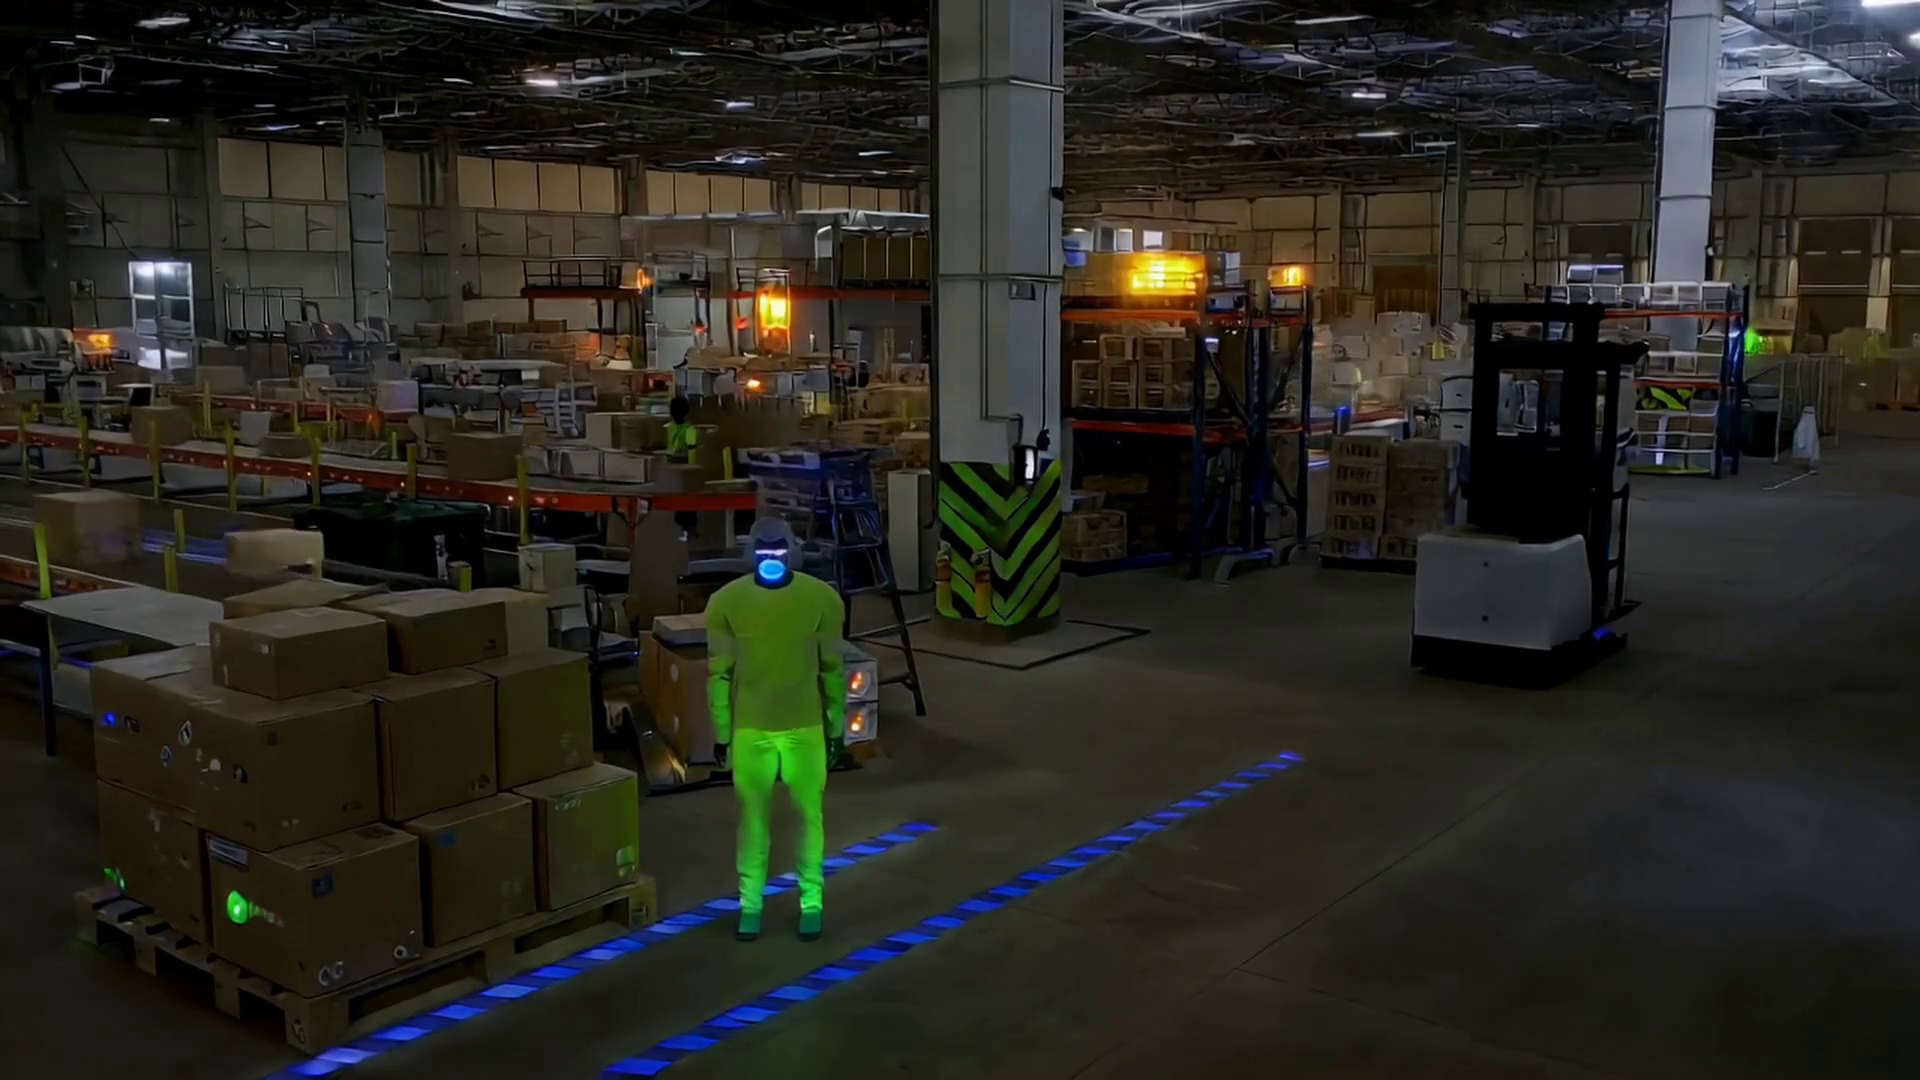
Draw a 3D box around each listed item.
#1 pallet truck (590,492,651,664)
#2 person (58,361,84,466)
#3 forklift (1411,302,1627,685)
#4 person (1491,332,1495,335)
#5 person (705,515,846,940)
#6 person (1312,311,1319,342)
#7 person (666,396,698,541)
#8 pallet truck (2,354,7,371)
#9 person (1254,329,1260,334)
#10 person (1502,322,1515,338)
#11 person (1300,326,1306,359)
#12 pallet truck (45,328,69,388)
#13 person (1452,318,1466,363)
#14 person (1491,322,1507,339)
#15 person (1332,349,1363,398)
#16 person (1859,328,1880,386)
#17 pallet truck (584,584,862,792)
[{"bbox_3d":[-3.115,0.344,12.883,0.653,1.274,1.630,7,11,37],"label":"pallet truck"},{"bbox_3d":[-14.969,-2.130,27.997,0.314,1.769,0.524,-5,10,-31],"label":"person"},{"bbox_3d":[4.379,-0.438,12.852,1.129,2.768,1.873,7,11,37],"label":"forklift"},{"bbox_3d":[15.920,-5.315,49.538,0.729,1.739,0.541,4,9,23],"label":"person"},{"bbox_3d":[-0.819,0.839,7.452,0.623,1.932,0.367,-1,9,-7],"label":"person"},{"bbox_3d":[18.433,-10.889,86.271,0.617,1.993,0.396,7,11,41],"label":"person"},{"bbox_3d":[-3.269,-0.833,19.475,0.317,1.697,0.540,-7,11,-39],"label":"person"},{"bbox_3d":[-24.881,-4.417,42.634,1.885,1.965,0.823,8,11,41],"label":"pallet truck"},{"bbox_3d":[15.461,-10.713,85.645,0.651,1.833,0.608,-1,9,-8],"label":"person"},{"bbox_3d":[16.950,-5.780,51.832,0.623,1.992,0.396,7,11,39],"label":"person"},{"bbox_3d":[15.373,-8.976,73.718,0.559,1.902,0.947,6,10,34],"label":"person"},{"bbox_3d":[-23.775,-4.544,43.495,1.885,1.965,0.823,6,10,35],"label":"pallet truck"},{"bbox_3d":[20.732,-8.293,69.165,0.589,1.890,0.892,6,11,37],"label":"person"},{"bbox_3d":[16.036,-5.459,49.517,0.539,2.000,0.689,-8,11,-41],"label":"person"},{"bbox_3d":[7.735,-2.941,33.383,0.595,1.798,0.889,7,11,37],"label":"person"},{"bbox_3d":[28.277,-5.653,51.557,0.532,1.827,0.960,0,8,1],"label":"person"},{"bbox_3d":[-1.426,0.805,10.019,1.601,1.201,0.680,-4,9,-26],"label":"pallet truck"}]
